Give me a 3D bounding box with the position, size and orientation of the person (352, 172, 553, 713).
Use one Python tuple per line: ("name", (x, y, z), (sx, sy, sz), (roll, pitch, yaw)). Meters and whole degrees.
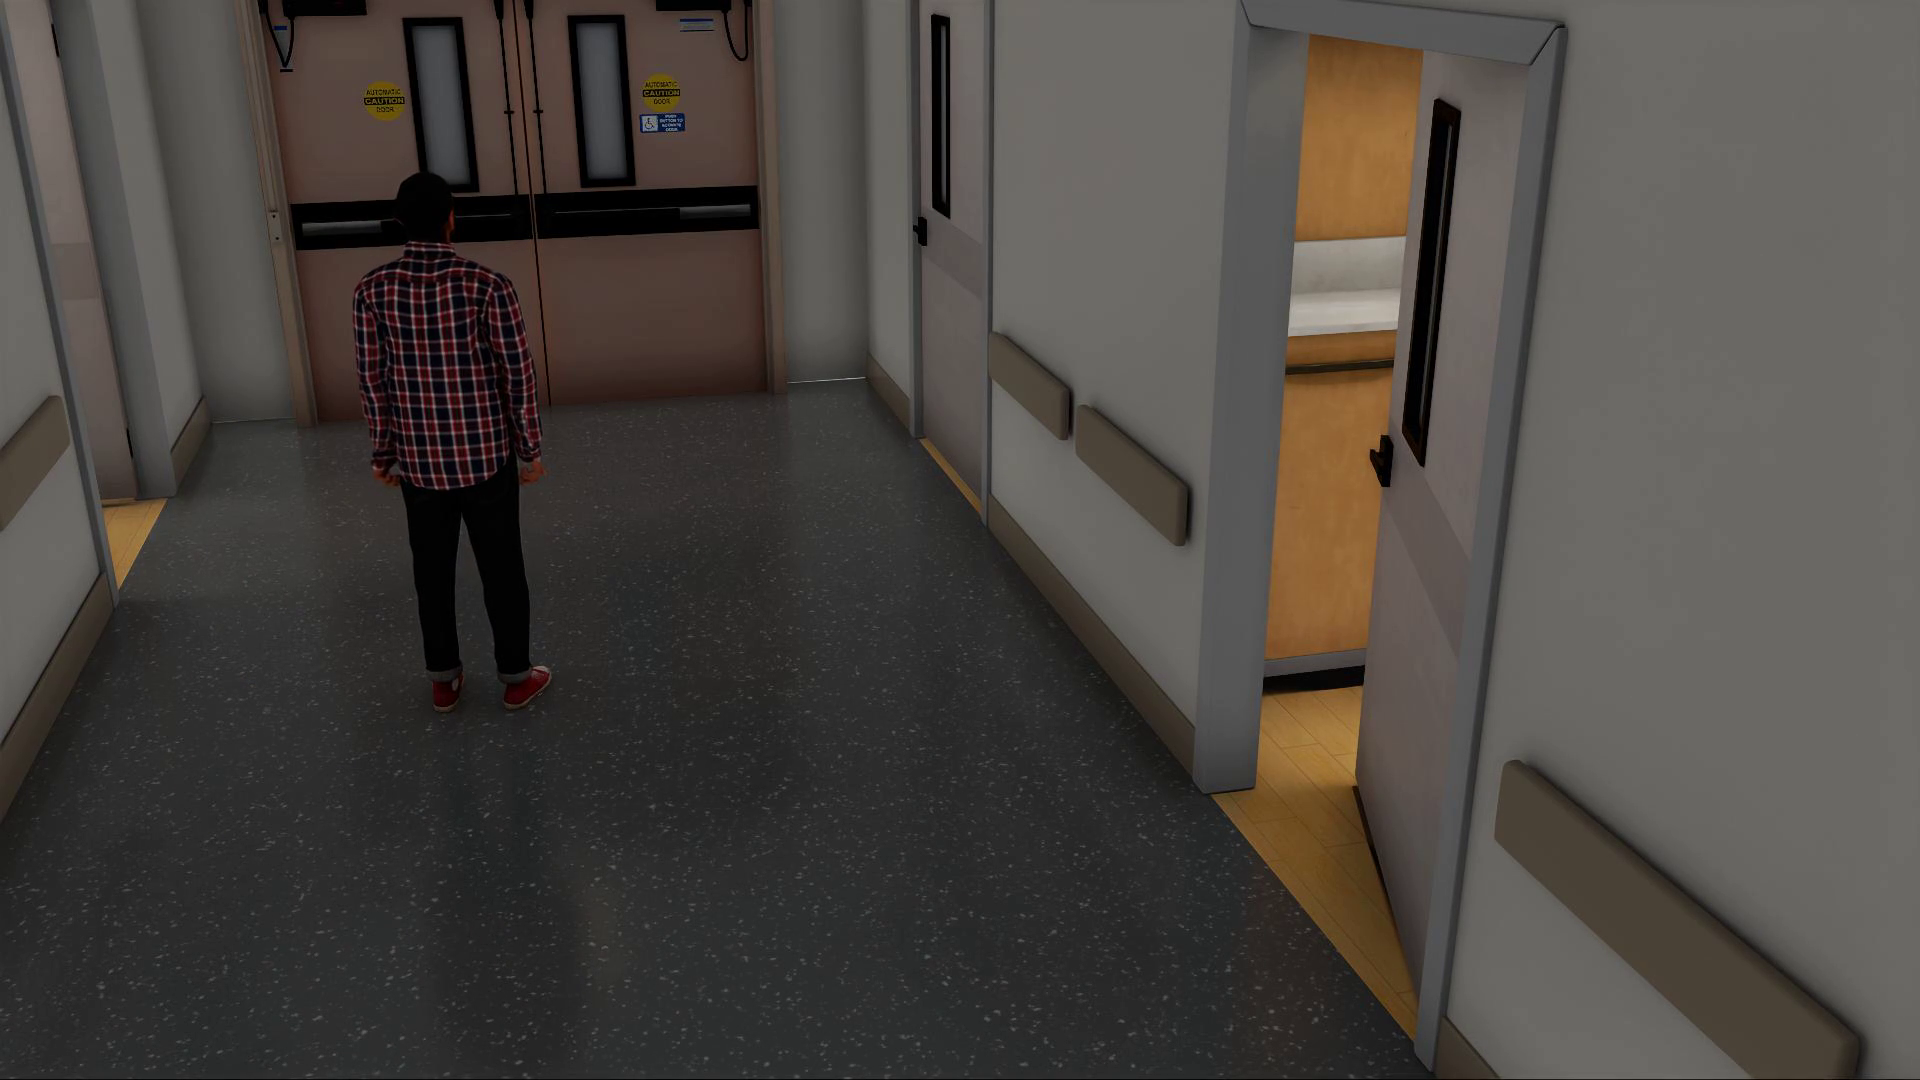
("person", (-1.616, -0.291, 5.317), (0.743, 1.761, 0.644), (-1, 21, -4))
